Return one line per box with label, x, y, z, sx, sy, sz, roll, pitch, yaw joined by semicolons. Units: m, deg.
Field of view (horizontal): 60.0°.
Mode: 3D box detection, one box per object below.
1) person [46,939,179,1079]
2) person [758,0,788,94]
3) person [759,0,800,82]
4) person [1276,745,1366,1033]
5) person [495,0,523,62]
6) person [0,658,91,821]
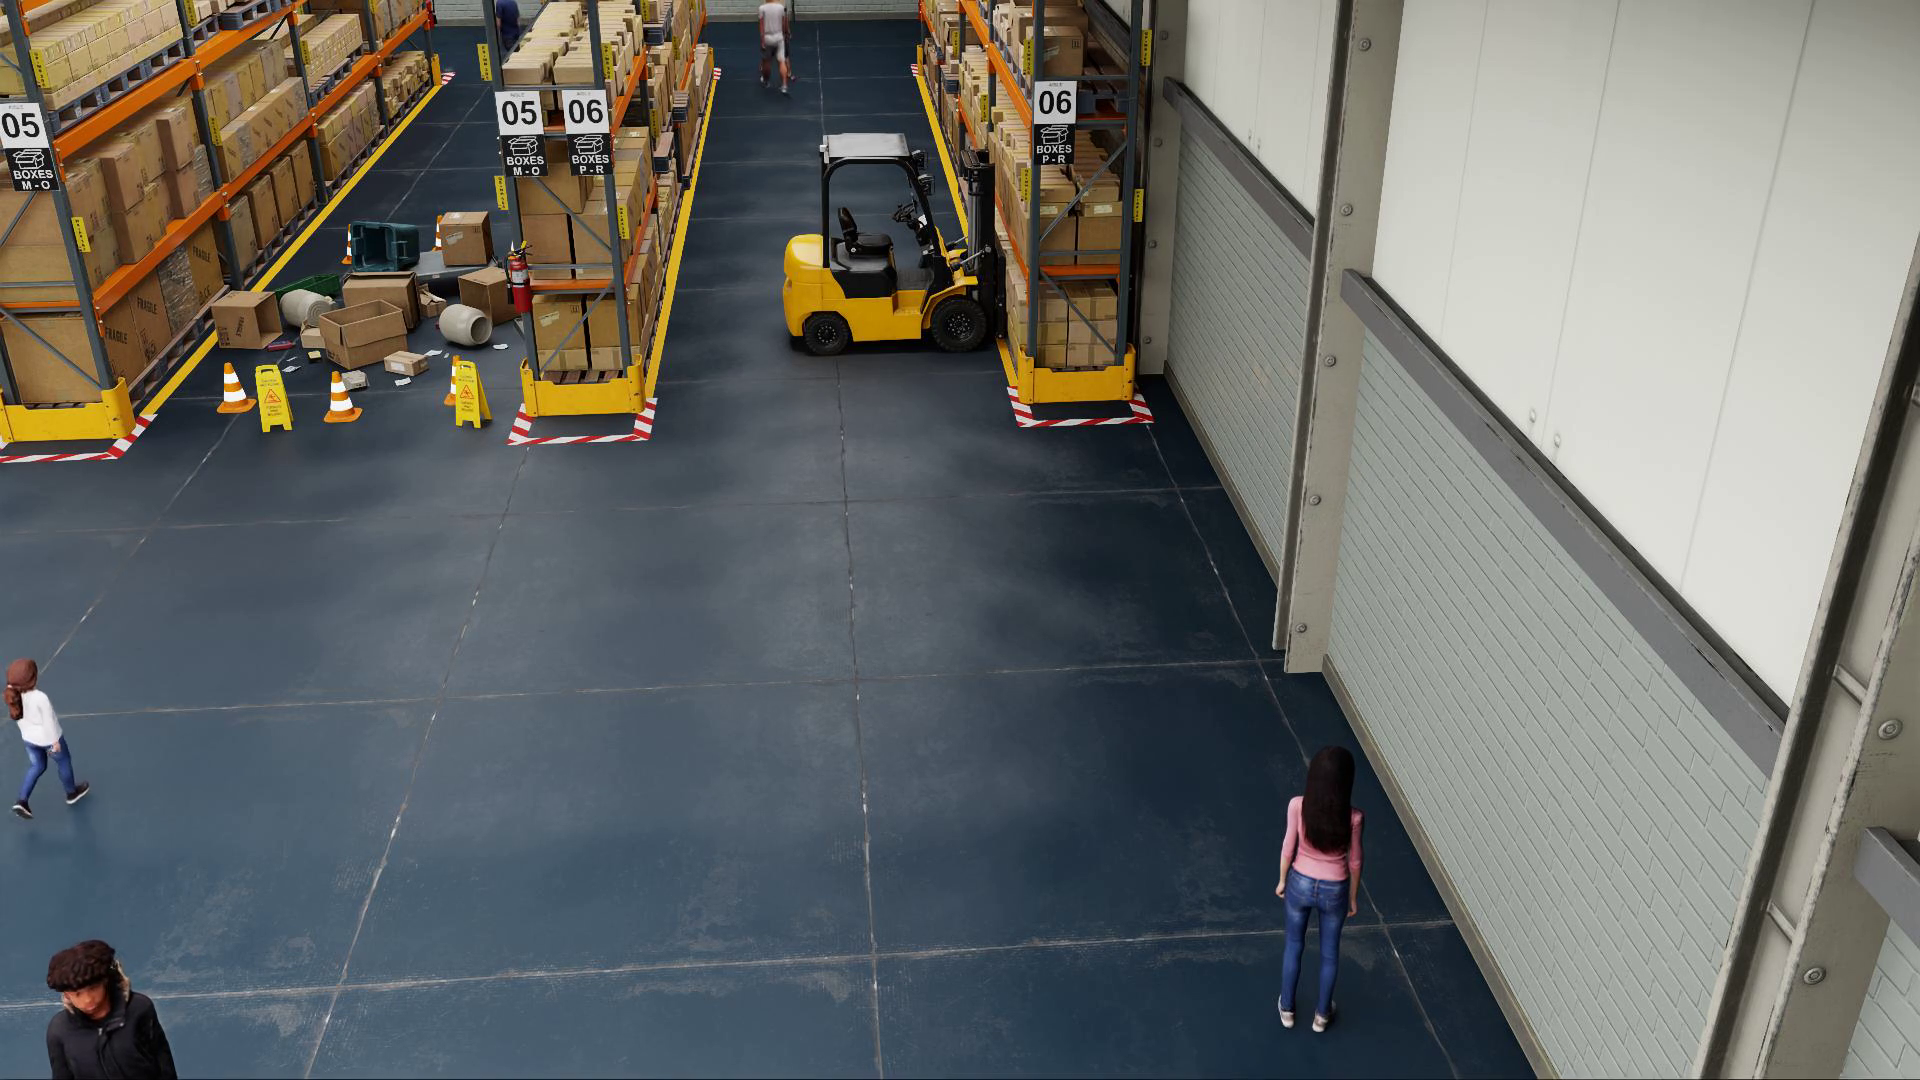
person;-3.716;2.502;7.383;0.732;1.781;0.765;-19;33;-33
person;-3.247;-8.734;29.189;0.994;1.796;1.329;-13;30;-24
person;-3.358;-9.237;30.281;1.033;1.690;1.118;14;30;25
person;1.874;1.827;8.737;0.641;1.742;0.607;8;28;15
person;-7.890;-8.875;29.421;1.094;1.835;1.129;9;29;18
person;-5.860;1.267;10.530;0.582;1.097;0.783;6;28;12
